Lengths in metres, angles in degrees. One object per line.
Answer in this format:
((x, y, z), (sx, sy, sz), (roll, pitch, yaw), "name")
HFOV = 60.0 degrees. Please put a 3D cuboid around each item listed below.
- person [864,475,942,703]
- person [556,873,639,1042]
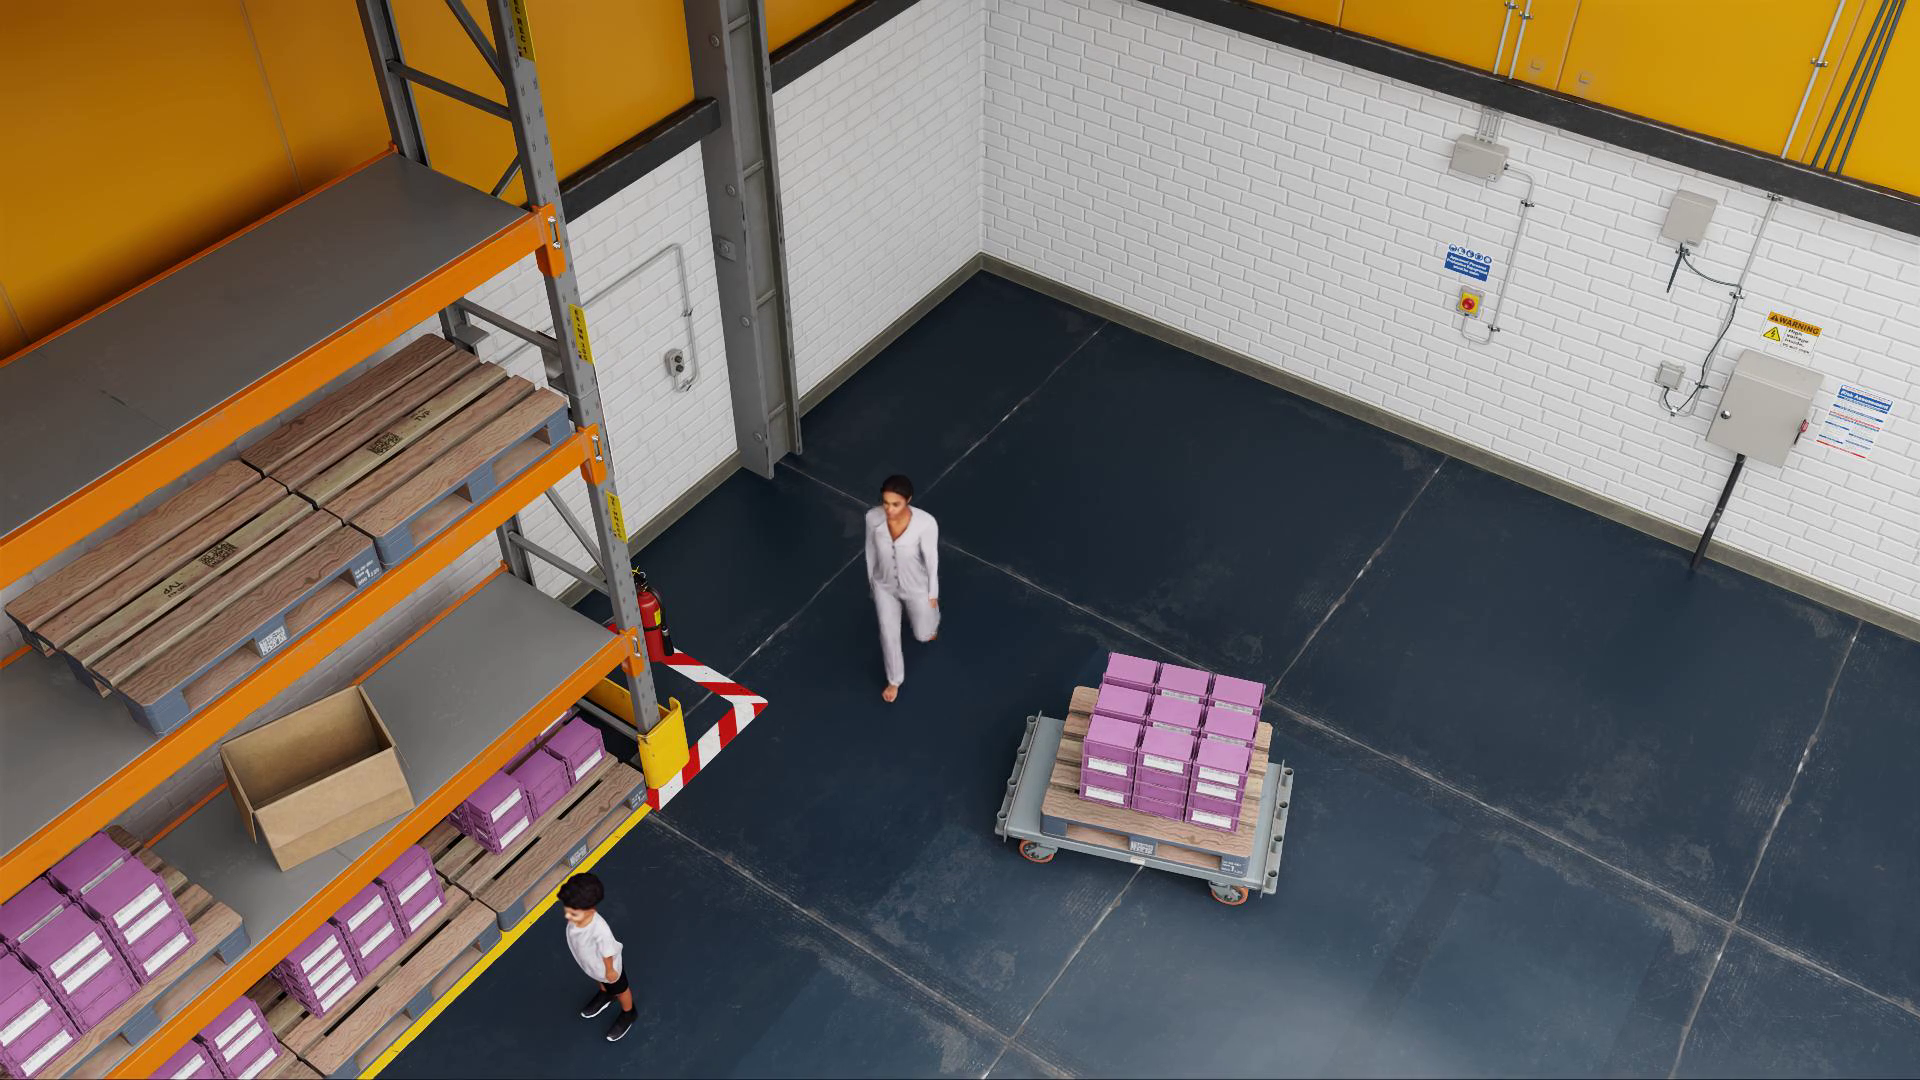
((-0.334, 0.215, 10.441), (0.830, 1.721, 1.022), (10, 45, 11), "person")
((-1.900, 2.154, 8.743), (0.501, 1.255, 0.501), (32, 52, 29), "person")
